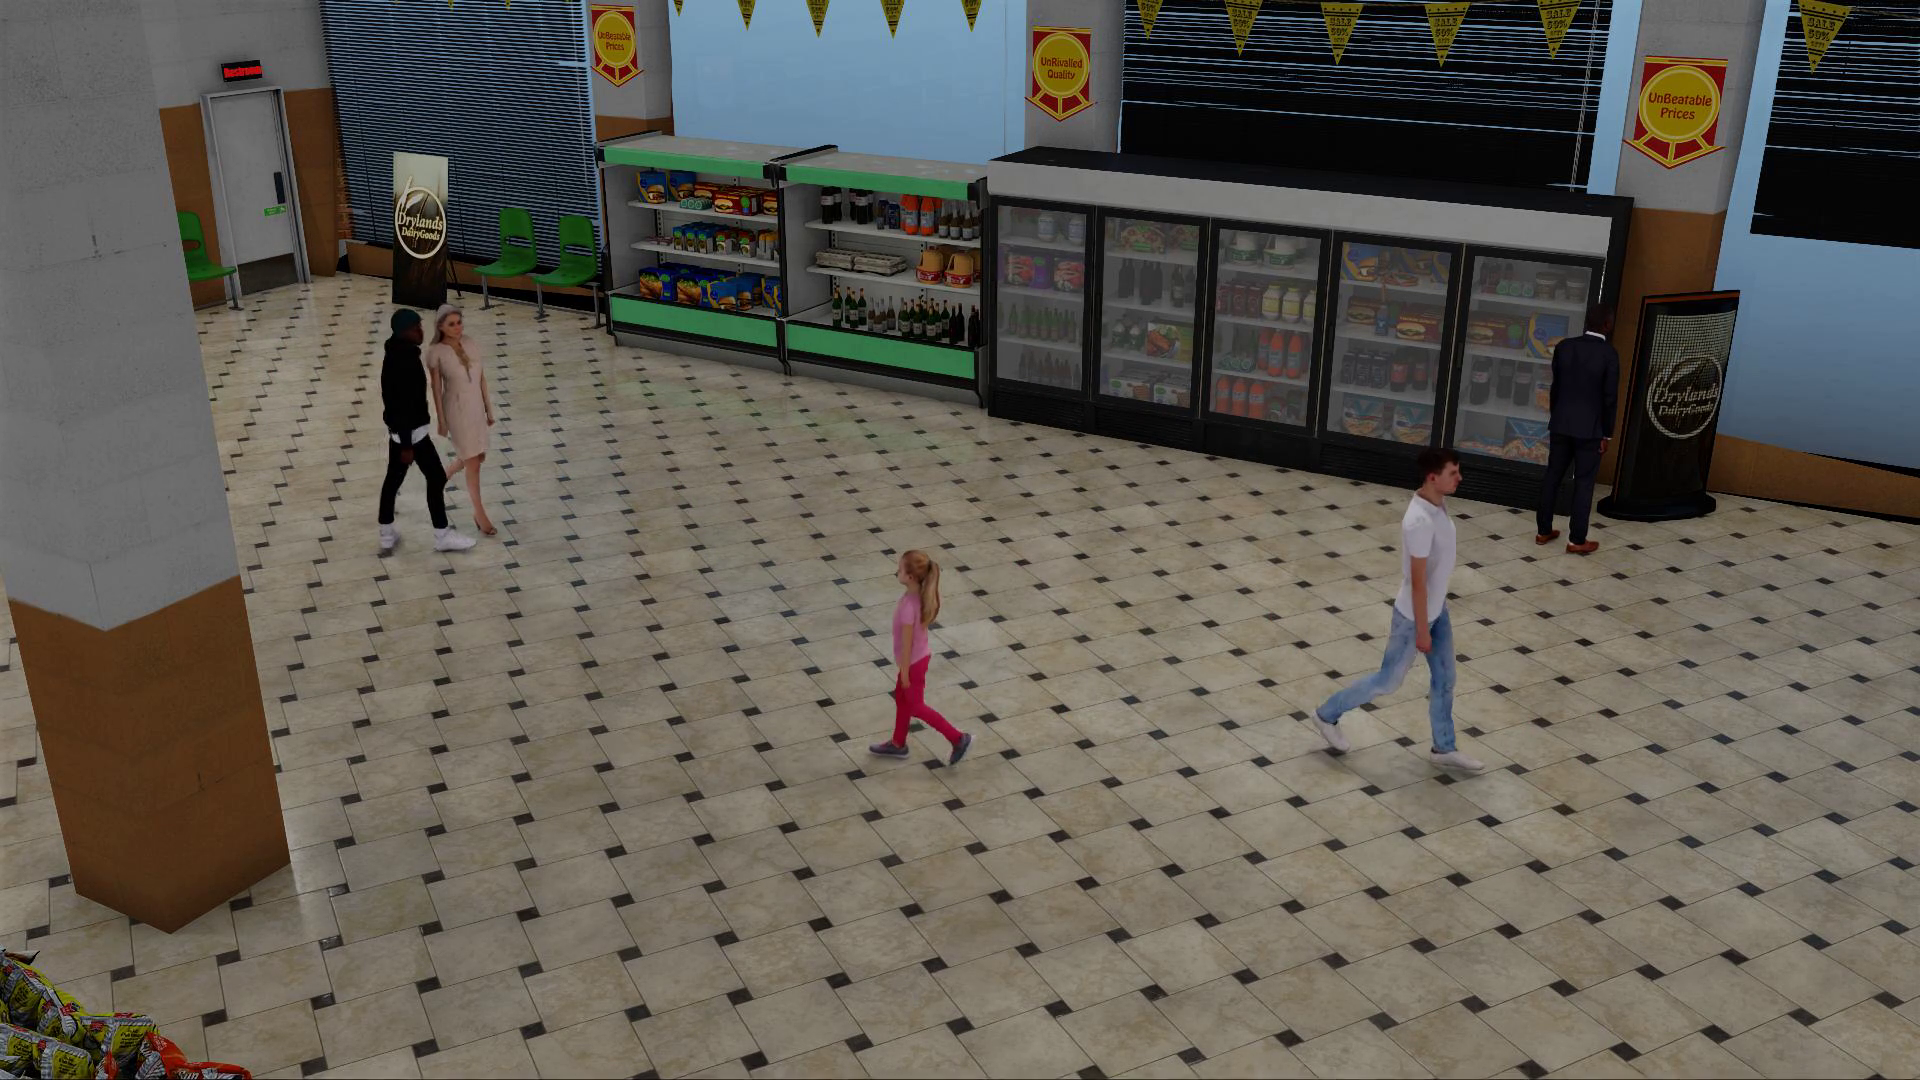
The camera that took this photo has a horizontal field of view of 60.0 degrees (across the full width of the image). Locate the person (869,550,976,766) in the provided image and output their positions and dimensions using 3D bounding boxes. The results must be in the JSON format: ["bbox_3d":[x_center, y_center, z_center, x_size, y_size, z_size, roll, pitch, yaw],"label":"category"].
[{"bbox_3d":[-0.198,0.652,9.004,0.895,1.257,0.643,5,22,12],"label":"person"}]

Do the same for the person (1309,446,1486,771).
[{"bbox_3d":[2.361,0.389,8.908,1.191,1.816,0.713,10,24,24],"label":"person"}]

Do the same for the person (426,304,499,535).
[{"bbox_3d":[-3.706,-0.900,12.247,0.977,1.719,0.646,15,26,33],"label":"person"}]

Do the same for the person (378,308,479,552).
[{"bbox_3d":[-3.975,-0.756,11.798,1.059,1.784,1.006,-14,26,-32],"label":"person"}]

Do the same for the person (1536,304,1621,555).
[{"bbox_3d":[4.411,-0.796,11.852,0.826,1.820,0.686,-16,27,-35],"label":"person"}]
